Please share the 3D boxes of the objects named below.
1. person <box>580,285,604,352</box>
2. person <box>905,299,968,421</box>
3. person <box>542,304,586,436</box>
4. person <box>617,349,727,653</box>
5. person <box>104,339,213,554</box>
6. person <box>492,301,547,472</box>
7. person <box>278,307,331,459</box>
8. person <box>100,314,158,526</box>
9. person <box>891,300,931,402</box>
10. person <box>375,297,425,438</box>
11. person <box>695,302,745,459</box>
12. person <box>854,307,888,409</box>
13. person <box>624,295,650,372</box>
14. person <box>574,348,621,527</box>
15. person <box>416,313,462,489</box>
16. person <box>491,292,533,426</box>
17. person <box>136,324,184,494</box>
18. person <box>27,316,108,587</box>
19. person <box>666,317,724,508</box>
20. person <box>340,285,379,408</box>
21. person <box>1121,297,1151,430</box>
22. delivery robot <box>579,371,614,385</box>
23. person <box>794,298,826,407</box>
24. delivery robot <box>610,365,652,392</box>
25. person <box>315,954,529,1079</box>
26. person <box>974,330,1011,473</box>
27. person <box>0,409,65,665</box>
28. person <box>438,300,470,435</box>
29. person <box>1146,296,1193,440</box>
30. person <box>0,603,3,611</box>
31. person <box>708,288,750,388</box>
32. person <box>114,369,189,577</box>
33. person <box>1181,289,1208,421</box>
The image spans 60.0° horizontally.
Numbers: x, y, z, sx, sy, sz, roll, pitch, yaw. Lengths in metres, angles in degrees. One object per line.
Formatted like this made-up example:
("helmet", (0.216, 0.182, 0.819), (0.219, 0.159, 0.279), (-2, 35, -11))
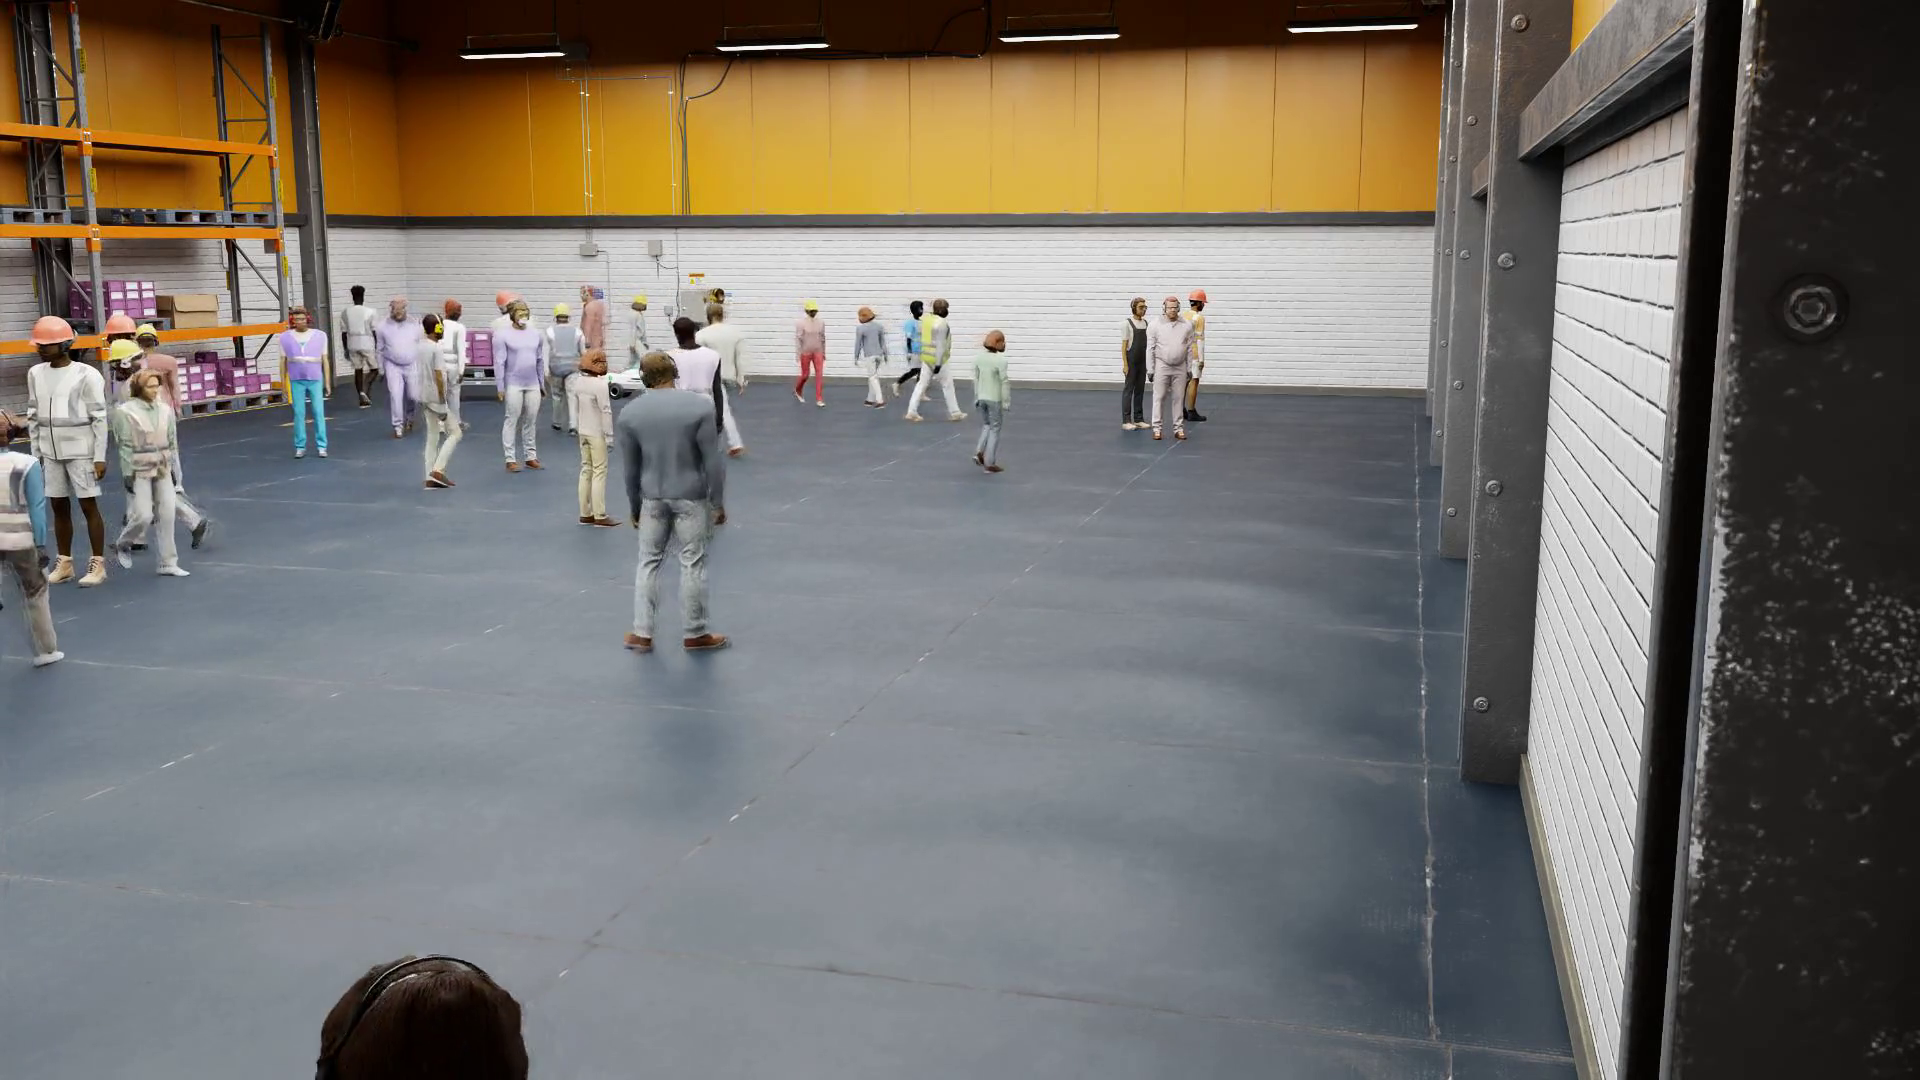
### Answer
("person", (-6.522, -3.526, 29.156), (0.639, 1.878, 0.670), (-1, 10, -4))
("person", (-0.376, -2.620, 24.317), (0.956, 1.798, 0.626), (-7, 12, -33))
("person", (-5.354, -2.304, 22.543), (0.614, 1.780, 0.948), (-4, 11, -23))
("person", (-1.830, -0.227, 10.453), (0.722, 1.905, 0.402), (2, 10, 10))
("person", (-6.715, -0.772, 13.850), (0.765, 1.796, 0.632), (-4, 11, -21))
("person", (-4.993, -1.745, 18.921), (0.355, 1.936, 0.635), (10, 14, 44))
("person", (-7.917, -1.900, 20.110), (0.561, 1.833, 0.420), (-3, 11, -19))
("person", (-7.614, -1.097, 15.262), (0.378, 1.933, 0.551), (-4, 11, -22))
("person", (-0.791, -3.111, 27.384), (0.582, 1.681, 0.541), (5, 11, 24))
("person", (-7.538, -2.337, 22.458), (0.644, 1.888, 0.745), (-4, 11, -24))
("person", (-2.929, -1.933, 20.168), (0.644, 1.883, 1.082), (-9, 13, -41))
("person", (-1.417, -2.874, 26.261), (0.519, 1.596, 0.765), (-9, 13, -41))
("person", (-5.557, -3.442, 29.186), (0.904, 1.691, 0.495), (0, 10, 0))
("person", (-3.332, -0.936, 15.200), (0.268, 1.632, 0.507), (-10, 14, -43))
("person", (-5.512, -1.450, 17.509), (0.545, 1.845, 0.418), (10, 14, 44))
("person", (-6.126, -2.442, 22.926), (0.638, 1.928, 1.077), (-5, 11, -26))
("person", (-8.289, -1.335, 17.105), (0.524, 1.762, 0.325), (-6, 11, -29))
("person", (-6.689, -0.651, 12.447), (0.605, 2.037, 0.394), (2, 10, 9))
("person", (-2.532, -1.183, 15.880), (0.596, 1.890, 0.596), (-4, 11, -23))
("person", (-9.431, -3.042, 26.216), (0.642, 1.952, 0.455), (0, 10, 2))
("person", (2.466, -2.455, 23.202), (0.507, 1.846, 0.344), (-8, 13, -38))
("delivery robot", (-6.176, -2.728, 28.139), (0.707, 0.478, 0.477), (2, 10, 12))
("person", (-2.423, -3.019, 26.730), (0.539, 1.733, 0.745), (-5, 11, -27))
("delivery robot", (-5.486, -2.687, 27.903), (0.707, 0.478, 0.477), (2, 10, 9))
("person", (-0.475, 1.346, 1.803), (0.495, 1.805, 0.647), (3, 11, 19))
("person", (0.375, -1.565, 18.804), (0.367, 1.618, 0.528), (-9, 14, -42))
("person", (-5.677, 0.030, 9.830), (0.529, 1.609, 0.810), (-1, 10, -3))
("person", (-6.954, -2.349, 22.666), (0.575, 1.831, 0.928), (0, 10, 1))
("person", (2.780, -2.266, 21.990), (0.639, 1.900, 0.404), (-2, 10, -12))
("person", (-6.792, -0.400, 11.368), (0.572, 1.912, 0.503), (6, 12, 30))
("person", (-4.311, -3.600, 29.812), (1.043, 1.798, 0.507), (2, 10, 13))
("person", (-6.274, -0.511, 12.809), (0.507, 1.621, 0.517), (5, 11, 24))
("person", (3.435, -2.700, 24.365), (0.380, 1.929, 0.541), (-5, 11, -27))
